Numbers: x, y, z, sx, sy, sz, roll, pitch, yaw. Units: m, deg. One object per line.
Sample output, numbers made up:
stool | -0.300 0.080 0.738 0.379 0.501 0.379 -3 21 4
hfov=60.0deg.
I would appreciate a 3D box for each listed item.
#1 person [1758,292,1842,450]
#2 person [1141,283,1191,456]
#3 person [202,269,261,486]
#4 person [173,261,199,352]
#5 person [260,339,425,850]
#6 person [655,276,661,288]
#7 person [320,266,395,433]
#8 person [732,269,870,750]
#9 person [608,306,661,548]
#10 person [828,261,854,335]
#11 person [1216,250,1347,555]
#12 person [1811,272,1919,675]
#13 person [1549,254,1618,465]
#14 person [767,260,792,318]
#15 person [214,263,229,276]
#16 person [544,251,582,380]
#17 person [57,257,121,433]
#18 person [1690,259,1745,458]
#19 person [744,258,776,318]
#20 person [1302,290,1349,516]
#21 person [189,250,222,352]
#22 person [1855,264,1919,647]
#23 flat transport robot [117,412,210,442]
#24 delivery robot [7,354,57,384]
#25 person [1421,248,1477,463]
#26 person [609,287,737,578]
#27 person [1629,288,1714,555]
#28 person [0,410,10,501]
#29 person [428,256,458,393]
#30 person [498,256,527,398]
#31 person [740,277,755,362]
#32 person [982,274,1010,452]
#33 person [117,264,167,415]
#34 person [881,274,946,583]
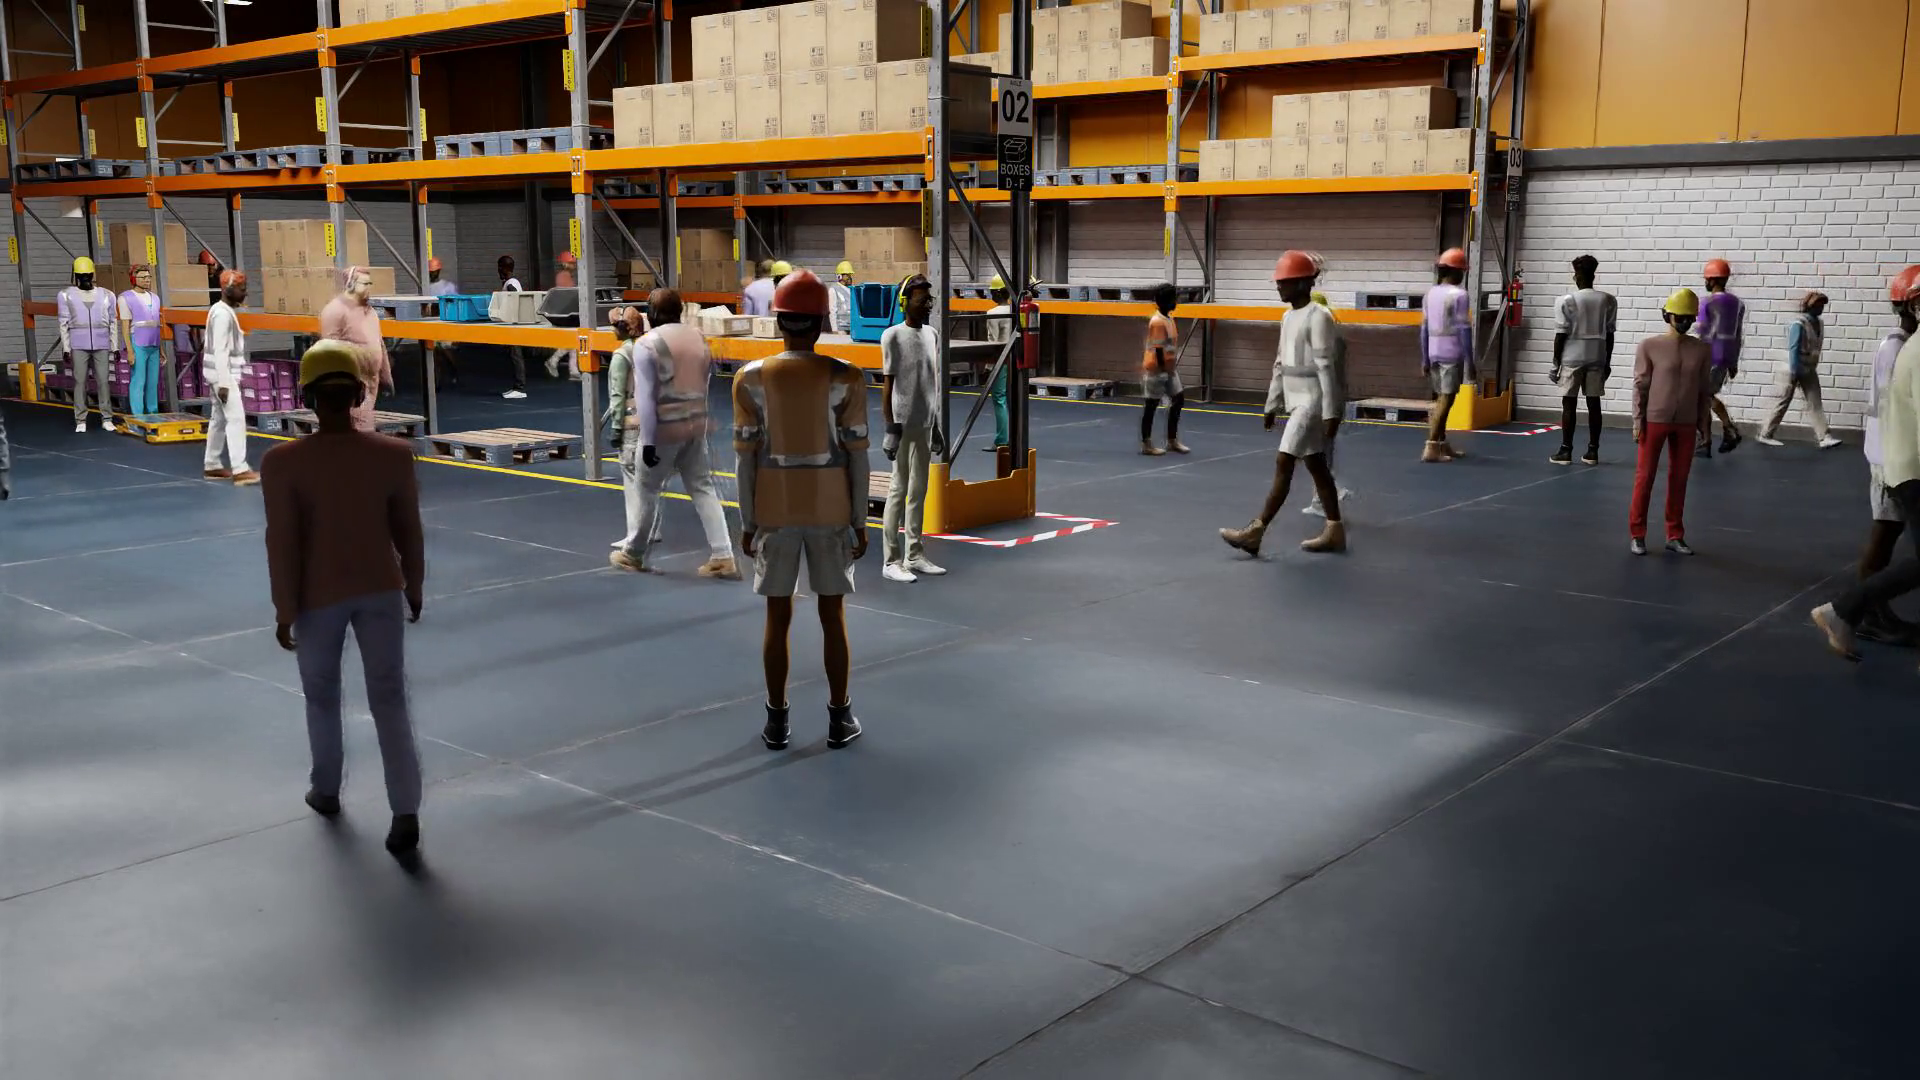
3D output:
person | 8.480 -1.694 16.706 0.575 1.574 0.874 -6 12 -31
person | 2.035 -1.642 16.139 0.601 1.674 0.558 4 11 21
person | -6.302 -1.401 14.316 0.493 1.858 0.733 -4 11 -23
person | -10.969 -3.060 23.620 0.646 1.900 0.400 -7 12 -33
person | -2.069 0.179 5.669 0.540 1.722 0.908 -7 12 -34
person | -3.563 -2.354 20.154 0.318 1.699 0.535 6 12 31
person | -4.975 -1.346 13.928 0.824 1.869 0.669 2 10 12
person | -0.632 -0.111 6.710 0.545 1.938 0.361 0 10 -2
person | -2.212 -0.762 11.281 0.311 1.635 0.513 2 10 11
person | -1.629 -3.030 23.623 0.403 1.833 0.590 6 12 32
person | 2.142 -0.889 10.951 1.002 1.992 0.638 -1 10 -7
person | 4.520 -0.309 7.798 0.690 1.950 0.642 6 12 32
person | 5.812 -1.678 15.549 0.604 1.965 0.367 -1 10 -6
person | -1.887 -2.176 18.600 0.879 1.892 0.588 5 11 25
person | -10.884 -3.177 24.506 0.747 1.822 0.532 6 12 31
person | -6.011 -3.416 25.383 0.539 1.982 0.634 1 10 7
person | -9.569 -2.144 18.311 0.587 1.928 0.382 -7 12 -34
person | 7.275 -1.743 16.064 0.552 1.924 0.445 -5 11 -26
person | -2.435 -2.620 21.121 0.661 1.906 0.867 2 10 12
person | 2.724 -1.002 12.438 0.491 1.716 0.575 -6 11 -30
person | -10.028 -2.880 22.307 0.396 1.991 0.633 8 13 39
person | 4.841 -0.436 8.542 0.342 1.942 0.552 7 12 35
flat transport robot | -8.428 -1.208 17.694 0.652 0.197 1.431 -9 13 -40
delivery robot | -12.876 -2.340 23.063 0.707 0.478 0.477 6 11 30
person | 4.626 -1.747 15.778 0.515 2.041 0.617 -3 10 -17
person | -1.766 -0.658 10.254 0.967 1.791 0.658 7 12 35
person | 4.687 -0.772 10.969 0.523 1.765 0.316 0 10 -2
person | -5.301 -0.307 8.763 0.523 1.592 0.801 -5 11 -28
person | -7.351 -3.035 23.421 0.543 1.915 0.544 1 10 4
person | -6.064 -2.887 22.569 0.374 1.916 0.597 -3 10 -16
person | -2.825 -2.729 22.478 0.270 1.631 0.507 -2 10 -10
person | 0.407 -1.758 16.572 0.314 1.767 0.534 7 12 35
person | -8.927 -2.078 18.174 0.387 1.842 0.566 2 10 11
person | -0.282 -0.684 10.165 0.310 1.868 0.532 7 12 36
